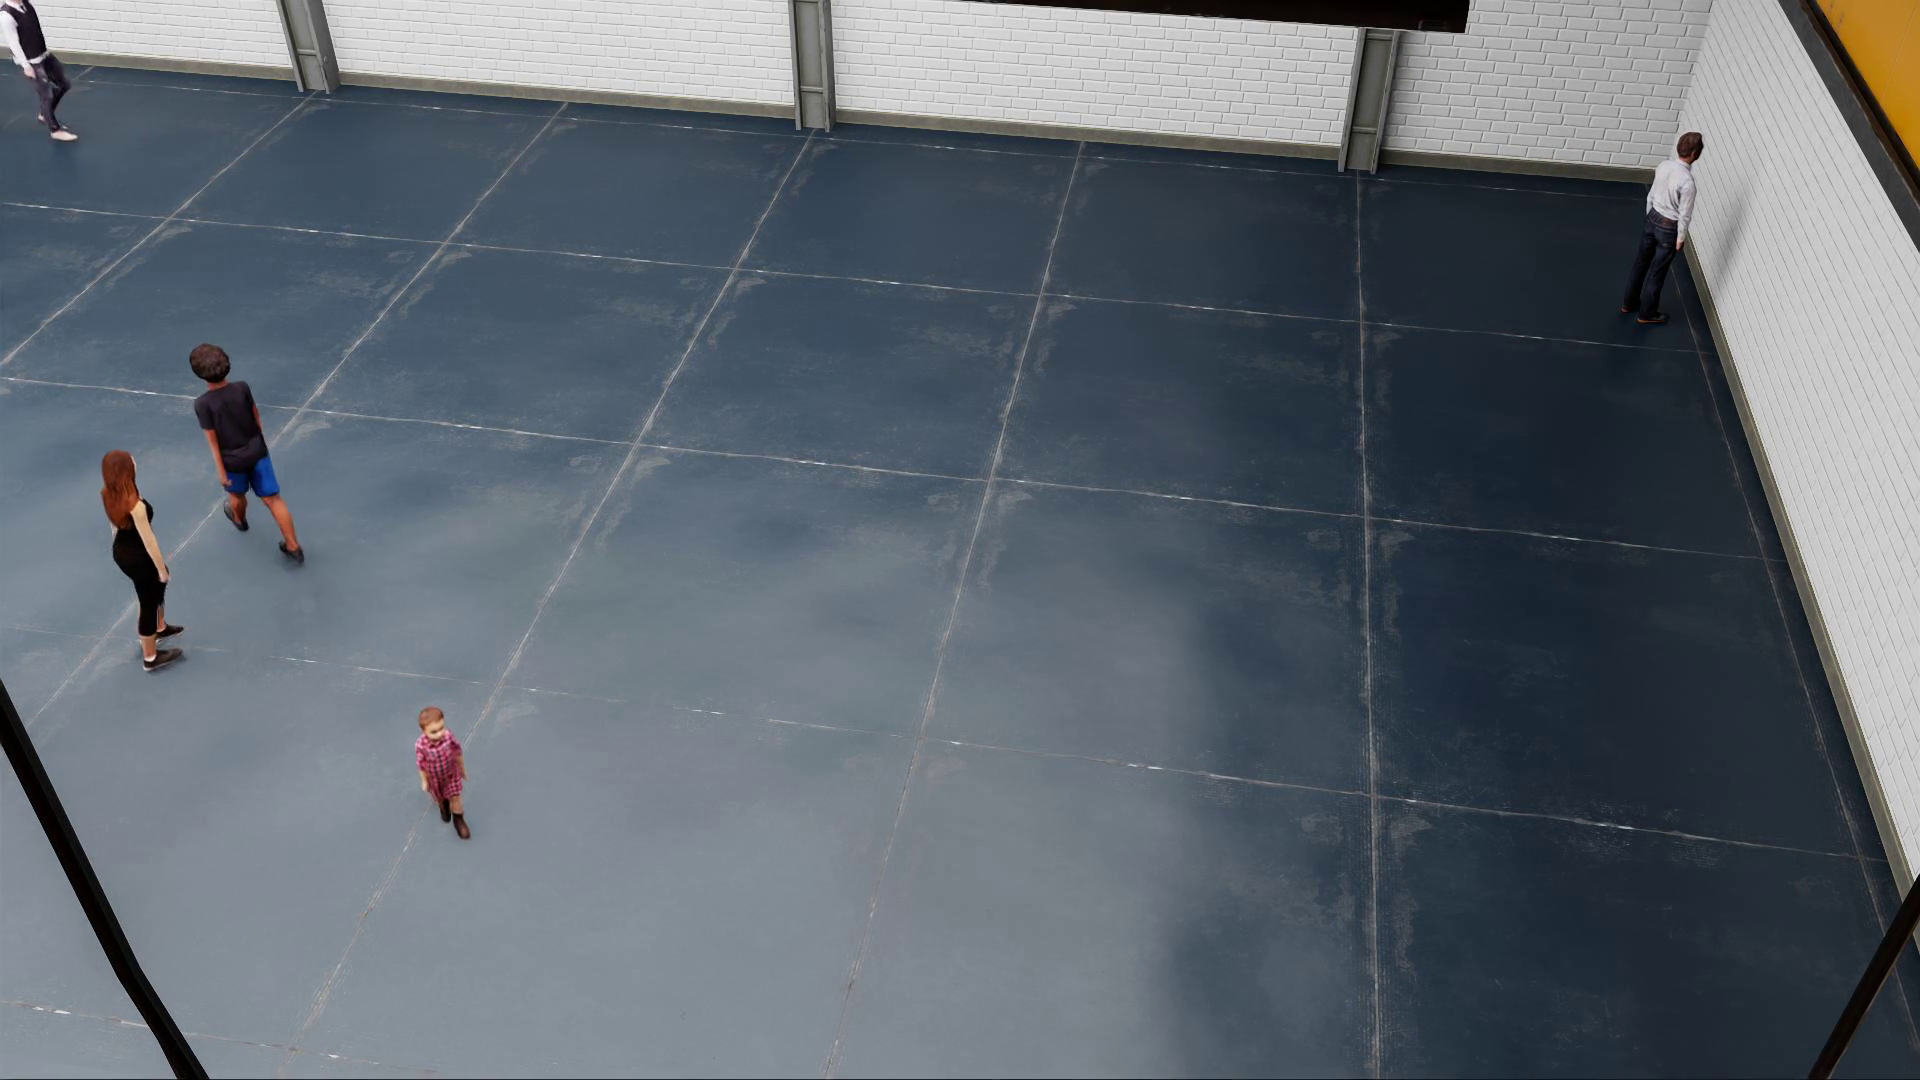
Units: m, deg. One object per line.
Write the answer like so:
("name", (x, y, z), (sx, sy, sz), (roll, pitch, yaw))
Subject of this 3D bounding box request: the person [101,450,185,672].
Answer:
("person", (-5.657, 0.156, 11.336), (0.747, 1.703, 0.805), (27, 46, 29))

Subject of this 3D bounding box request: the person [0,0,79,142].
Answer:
("person", (-10.033, -5.160, 17.913), (0.717, 1.802, 0.729), (2, 39, 2))

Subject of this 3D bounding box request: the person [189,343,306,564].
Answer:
("person", (-5.223, -0.571, 12.219), (1.239, 1.736, 1.075), (32, 48, 33))

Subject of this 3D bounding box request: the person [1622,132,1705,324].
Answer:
("person", (6.348, -2.828, 14.977), (0.743, 1.820, 0.737), (-13, 40, -16))

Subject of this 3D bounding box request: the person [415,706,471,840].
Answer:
("person", (-3.221, 1.406, 10.318), (0.576, 1.019, 0.631), (-19, 43, -23))
